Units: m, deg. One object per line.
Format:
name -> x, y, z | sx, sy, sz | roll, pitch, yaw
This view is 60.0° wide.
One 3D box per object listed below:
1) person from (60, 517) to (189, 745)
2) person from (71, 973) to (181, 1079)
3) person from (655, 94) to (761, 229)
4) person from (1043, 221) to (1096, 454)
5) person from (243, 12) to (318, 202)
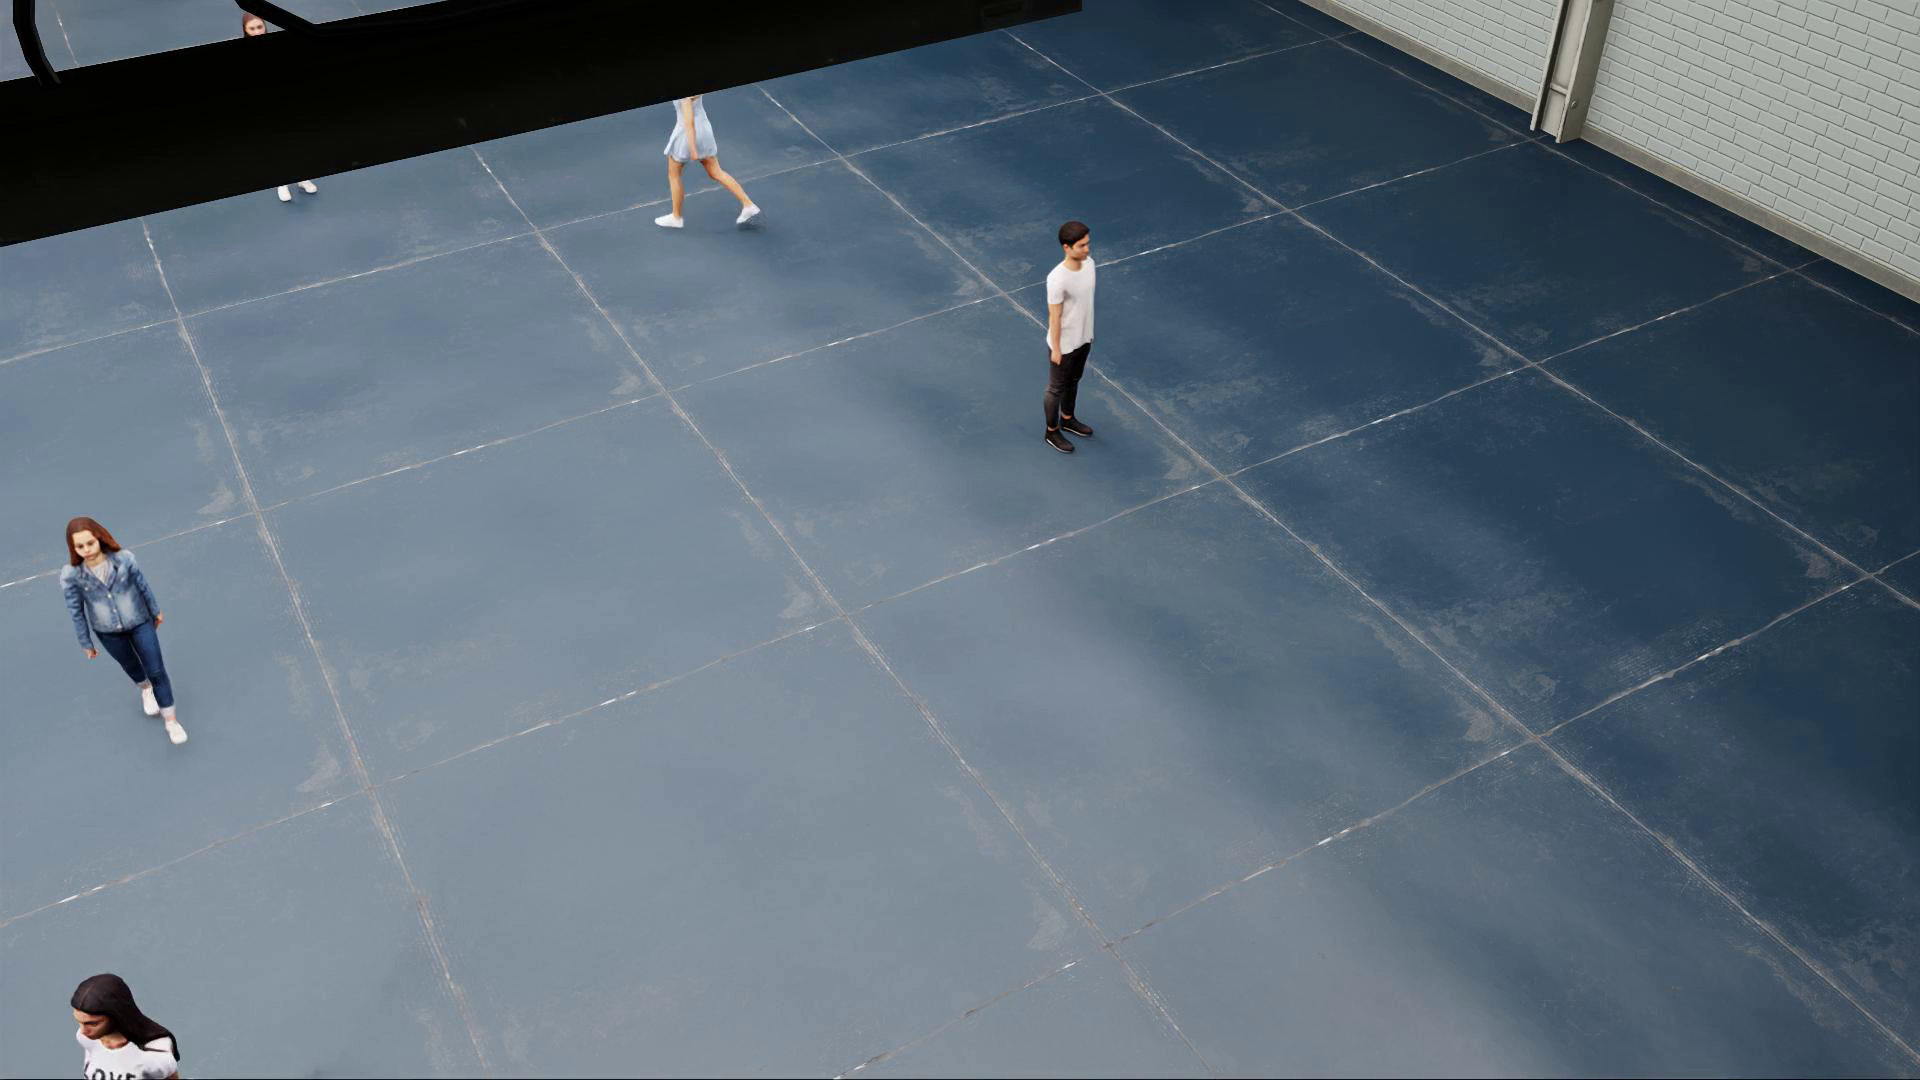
person -> -4.768, 0.436, 9.447 | 0.587, 1.453, 0.881 | -19, 42, -22
person -> -3.218, 2.303, 6.808 | 0.786, 1.763, 0.847 | 9, 39, 12
person -> -2.179, -3.419, 14.182 | 1.112, 1.691, 1.135 | 6, 38, 7
person -> 0.766, -1.445, 11.633 | 0.676, 1.722, 0.698 | 24, 44, 28
person -> -6.077, -3.862, 14.751 | 0.634, 1.687, 0.576 | -27, 46, -30
